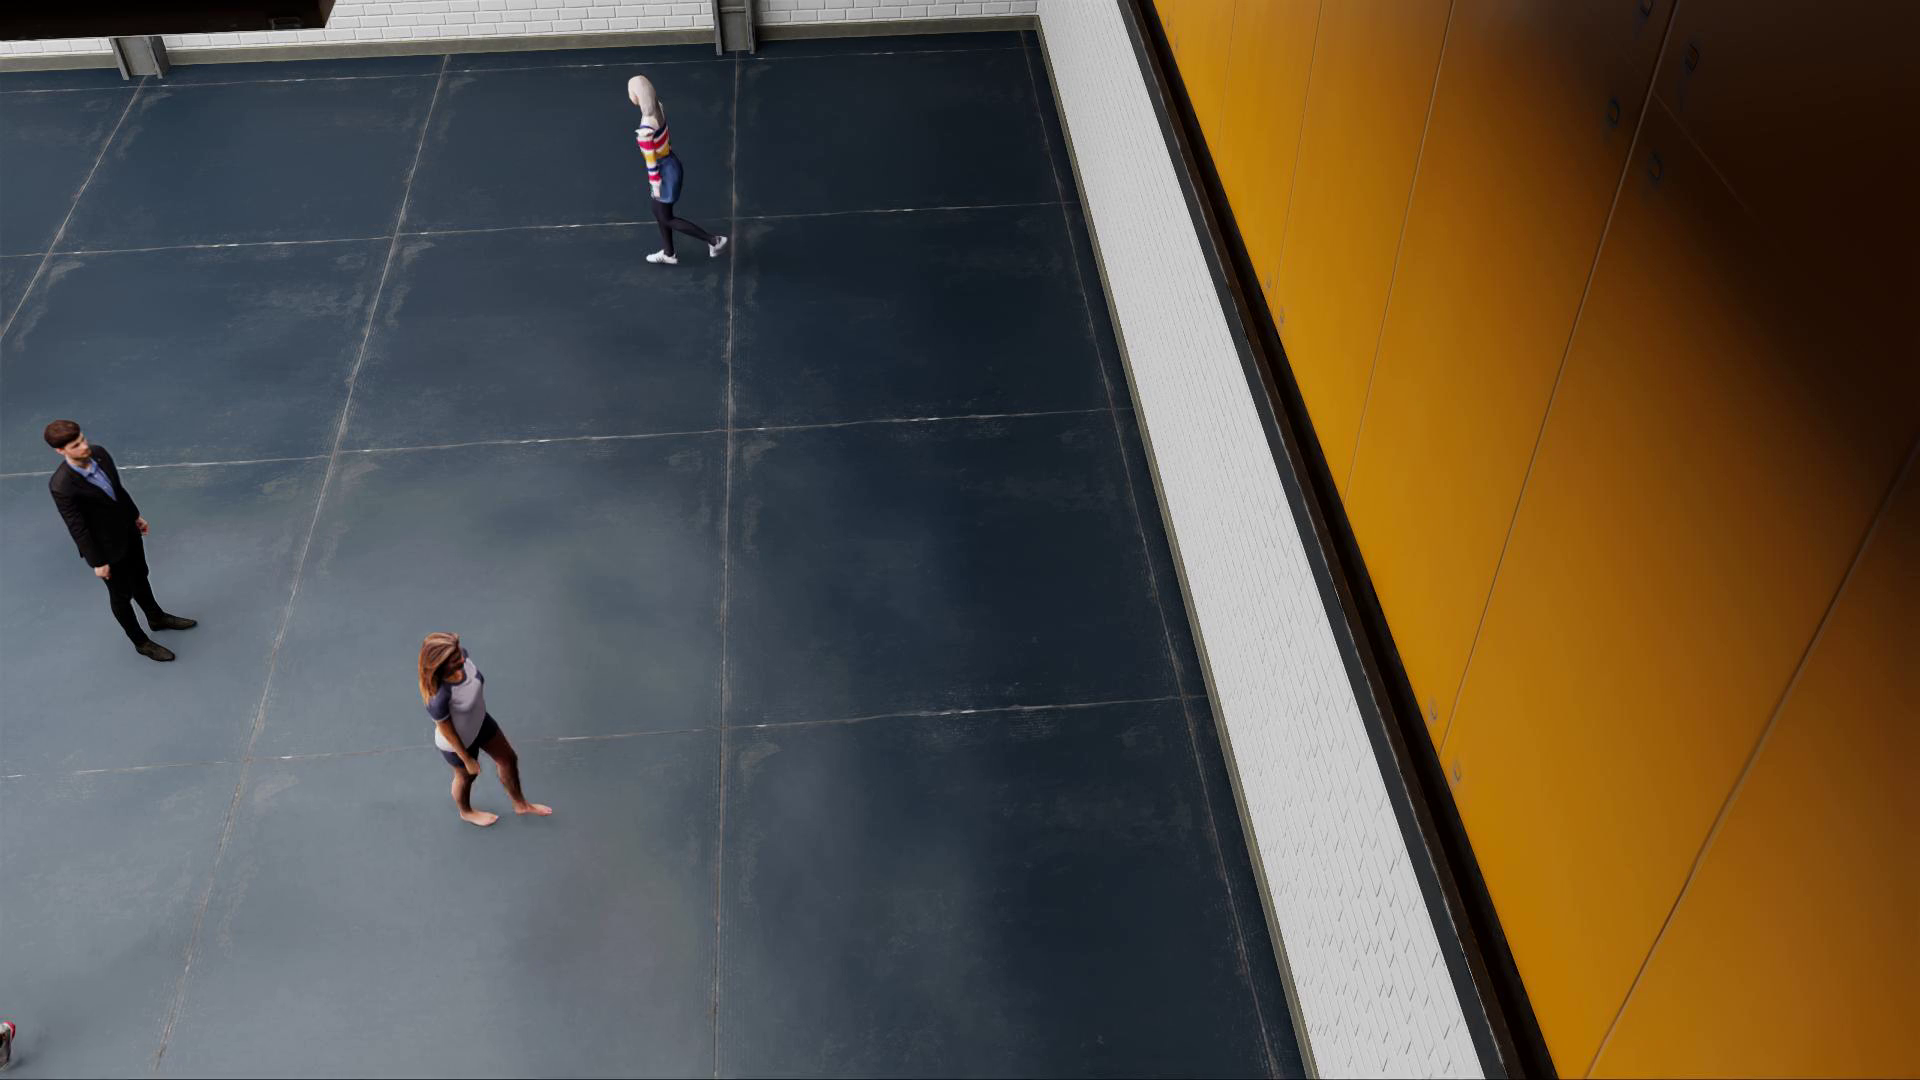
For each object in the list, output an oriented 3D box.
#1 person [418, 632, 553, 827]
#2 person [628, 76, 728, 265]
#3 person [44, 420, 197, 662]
[{"bbox_3d":[-2.940,1.101,9.592,0.868,1.704,0.747,8,44,8],"label":"person"},{"bbox_3d":[-2.368,-3.039,13.887,1.019,1.774,0.761,4,44,4],"label":"person"},{"bbox_3d":[-5.434,-0.022,10.633,0.686,1.894,0.743,6,44,6],"label":"person"}]
